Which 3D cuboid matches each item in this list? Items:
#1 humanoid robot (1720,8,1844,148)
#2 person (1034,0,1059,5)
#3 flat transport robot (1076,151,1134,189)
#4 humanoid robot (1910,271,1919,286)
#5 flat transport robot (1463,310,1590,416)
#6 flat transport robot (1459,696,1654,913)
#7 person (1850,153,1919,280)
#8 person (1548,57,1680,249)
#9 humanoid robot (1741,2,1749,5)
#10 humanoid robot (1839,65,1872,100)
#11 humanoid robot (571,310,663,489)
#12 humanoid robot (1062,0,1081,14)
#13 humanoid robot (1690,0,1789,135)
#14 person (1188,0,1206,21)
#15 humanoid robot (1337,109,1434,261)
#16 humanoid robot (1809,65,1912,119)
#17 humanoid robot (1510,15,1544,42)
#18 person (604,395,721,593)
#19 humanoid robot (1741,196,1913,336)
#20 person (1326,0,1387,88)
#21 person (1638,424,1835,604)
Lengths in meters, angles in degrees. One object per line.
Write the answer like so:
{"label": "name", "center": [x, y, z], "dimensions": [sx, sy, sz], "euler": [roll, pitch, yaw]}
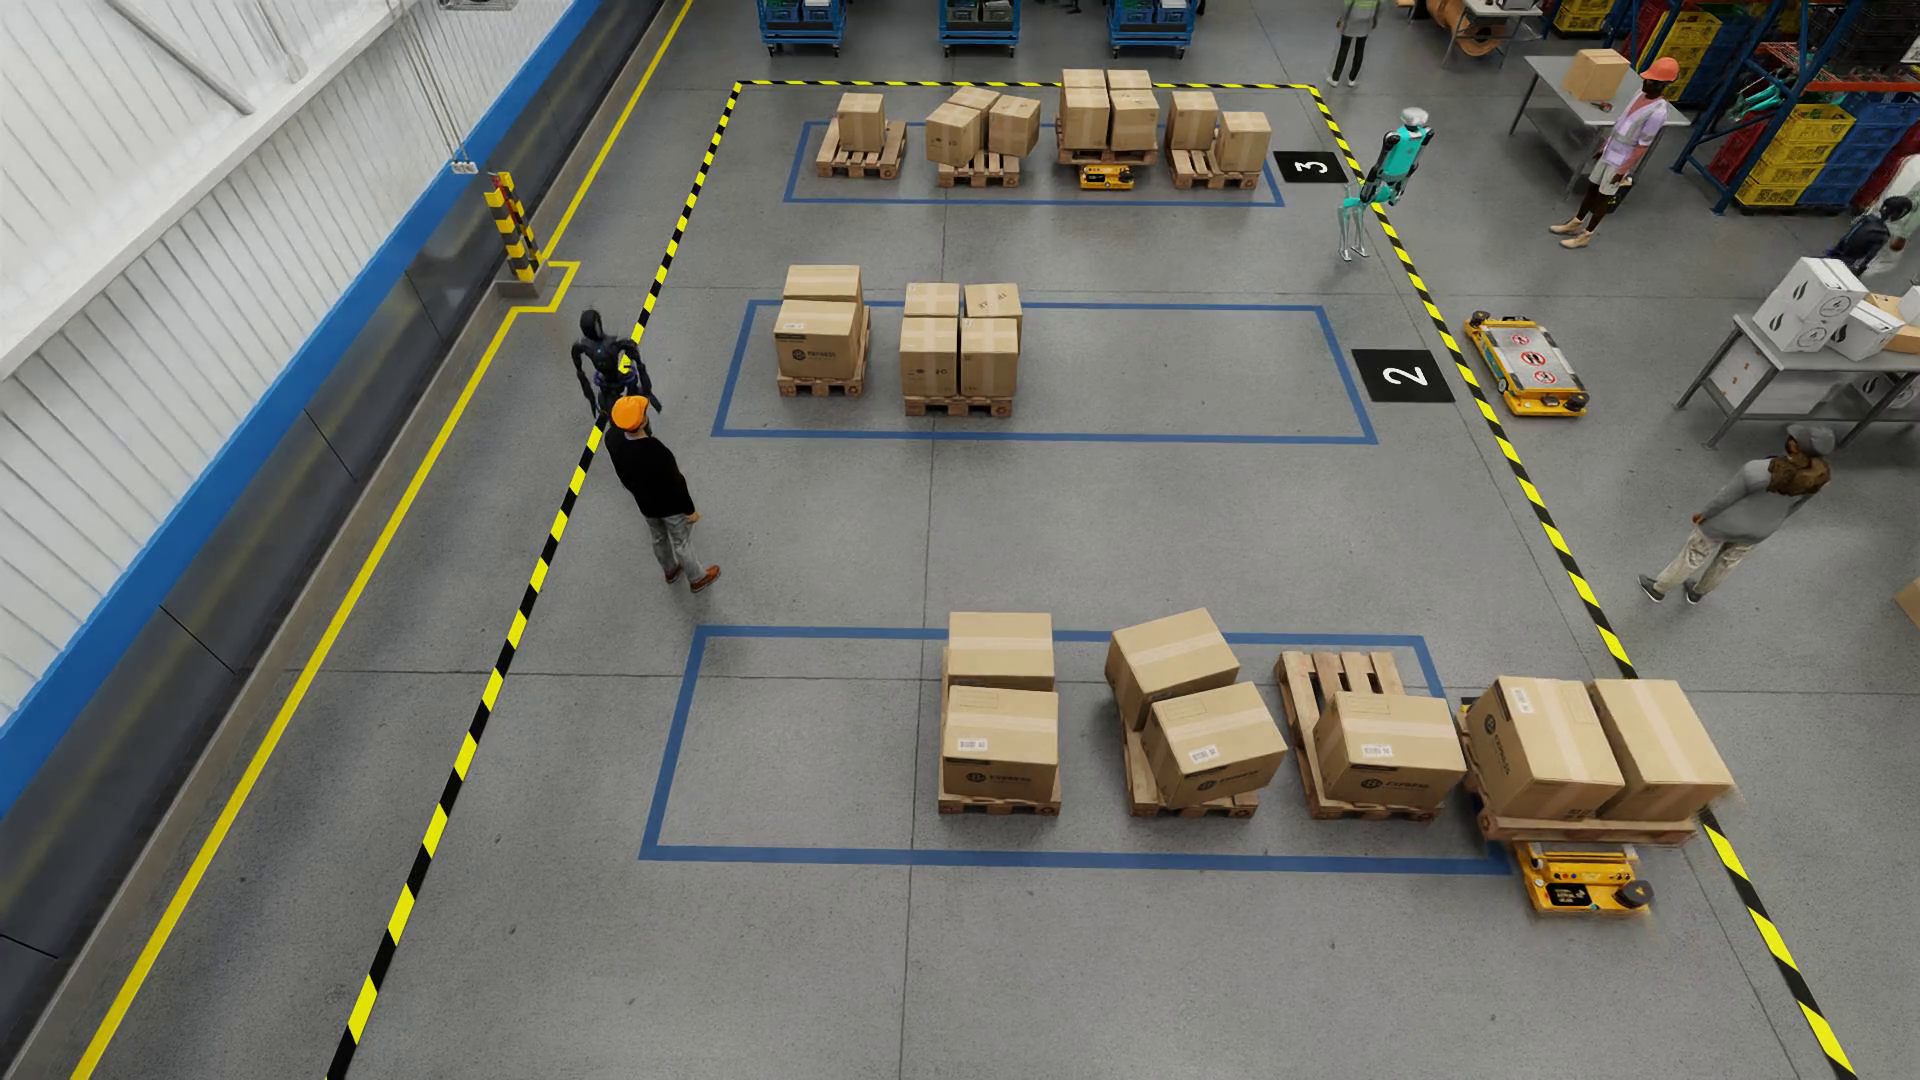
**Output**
{"label": "humanoid robot", "center": [10.136, -5.704, 11.462], "dimensions": [0.696, 1.738, 0.530], "euler": [7, 49, 6]}
{"label": "person", "center": [1.478, -9.833, 14.944], "dimensions": [0.626, 1.934, 0.373], "euler": [-16, 51, -13]}
{"label": "flat transport robot", "center": [1.845, -4.982, 11.827], "dimensions": [0.652, 0.197, 1.431], "euler": [1, 49, 1]}
{"label": "humanoid robot", "center": [10.568, -3.350, 9.395], "dimensions": [0.530, 1.691, 0.737], "euler": [5, 49, 4]}
{"label": "flat transport robot", "center": [5.573, -1.757, 9.054], "dimensions": [0.659, 0.231, 1.431], "euler": [1, 49, 1]}
{"label": "flat transport robot", "center": [3.894, 1.698, 6.045], "dimensions": [0.652, 0.197, 1.431], "euler": [1, 49, 1]}
{"label": "person", "center": [9.357, -3.186, 9.191], "dimensions": [0.448, 1.925, 0.621], "euler": [6, 49, 5]}
{"label": "person", "center": [7.129, -4.167, 9.968], "dimensions": [0.371, 2.044, 0.606], "euler": [2, 49, 2]}
{"label": "humanoid robot", "center": [13.131, -9.662, 14.971], "dimensions": [0.376, 1.632, 0.599], "euler": [5, 49, 4]}
{"label": "humanoid robot", "center": [11.514, -5.915, 11.635], "dimensions": [0.722, 1.727, 0.530], "euler": [32, 56, 25]}
{"label": "humanoid robot", "center": [-2.822, -1.187, 7.641], "dimensions": [0.589, 1.636, 0.641], "euler": [-7, 50, -6]}
{"label": "humanoid robot", "center": [1.855, -9.420, 14.746], "dimensions": [0.315, 1.657, 0.599], "euler": [-7, 49, -6]}
{"label": "humanoid robot", "center": [10.107, -6.105, 11.886], "dimensions": [0.374, 1.652, 0.607], "euler": [-4, 49, -3]}
{"label": "person", "center": [3.833, -9.256, 14.426], "dimensions": [0.606, 1.964, 0.408], "euler": [-23, 53, -19]}
{"label": "humanoid robot", "center": [4.431, -3.847, 9.801], "dimensions": [0.533, 1.681, 0.735], "euler": [-13, 50, -11]}
{"label": "humanoid robot", "center": [11.061, -5.568, 11.372], "dimensions": [0.849, 1.740, 0.560], "euler": [-4, 49, -3]}
{"label": "humanoid robot", "center": [8.704, -8.517, 13.934], "dimensions": [0.992, 1.727, 0.531], "euler": [28, 55, 22]}
{"label": "person", "center": [-2.191, -0.306, 6.730], "dimensions": [0.590, 1.883, 0.352], "euler": [21, 52, 17]}
{"label": "humanoid robot", "center": [8.447, -2.565, 8.858], "dimensions": [0.798, 1.621, 0.585], "euler": [11, 50, 10]}
{"label": "person", "center": [5.599, -7.351, 12.848], "dimensions": [0.595, 1.850, 0.398], "euler": [1, 49, 1]}
{"label": "person", "center": [5.670, -0.137, 6.658], "dimensions": [0.564, 1.769, 0.396], "euler": [5, 49, 5]}
